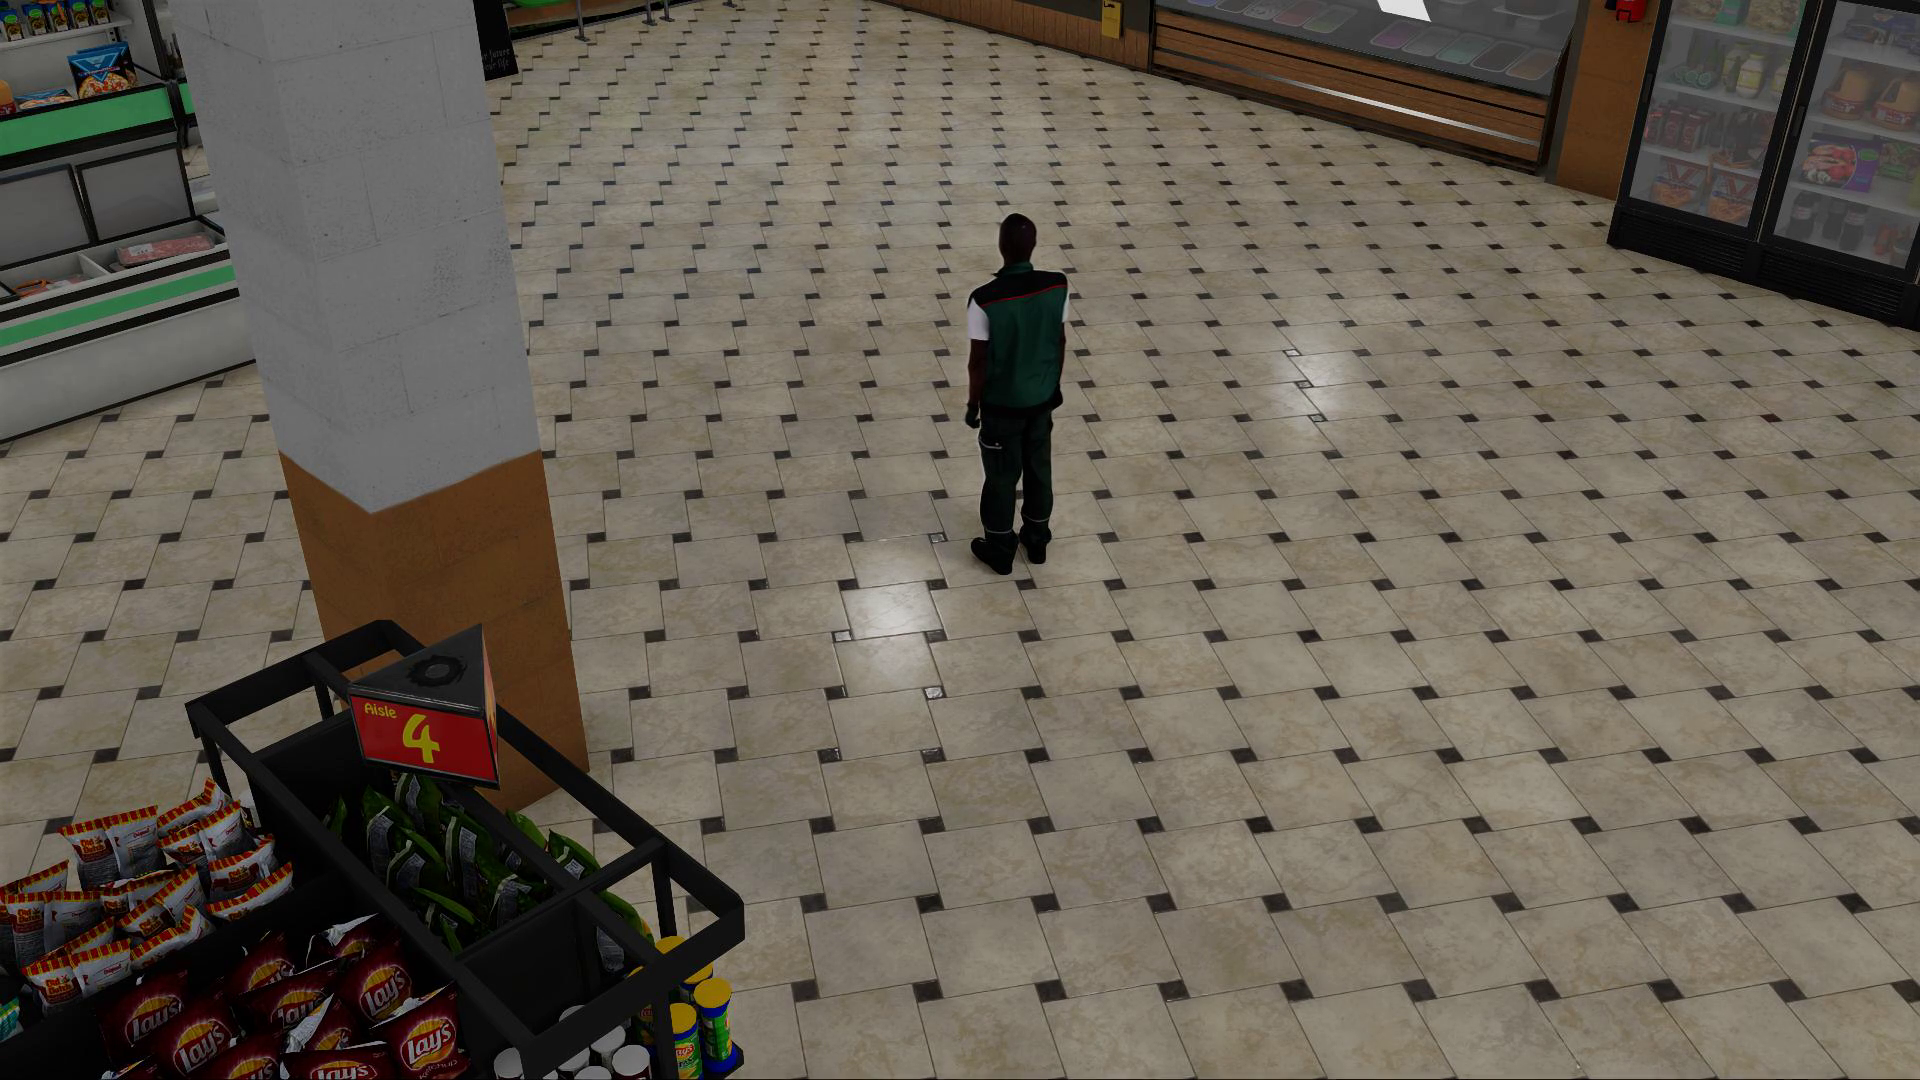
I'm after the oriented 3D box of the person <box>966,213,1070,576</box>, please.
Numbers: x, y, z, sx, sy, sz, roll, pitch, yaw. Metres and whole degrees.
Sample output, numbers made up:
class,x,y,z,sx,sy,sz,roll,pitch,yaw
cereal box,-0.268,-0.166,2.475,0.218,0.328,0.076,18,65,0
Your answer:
class,x,y,z,sx,sy,sz,roll,pitch,yaw
person,0.271,-0.678,7.937,0.663,1.840,0.816,-15,35,-22
